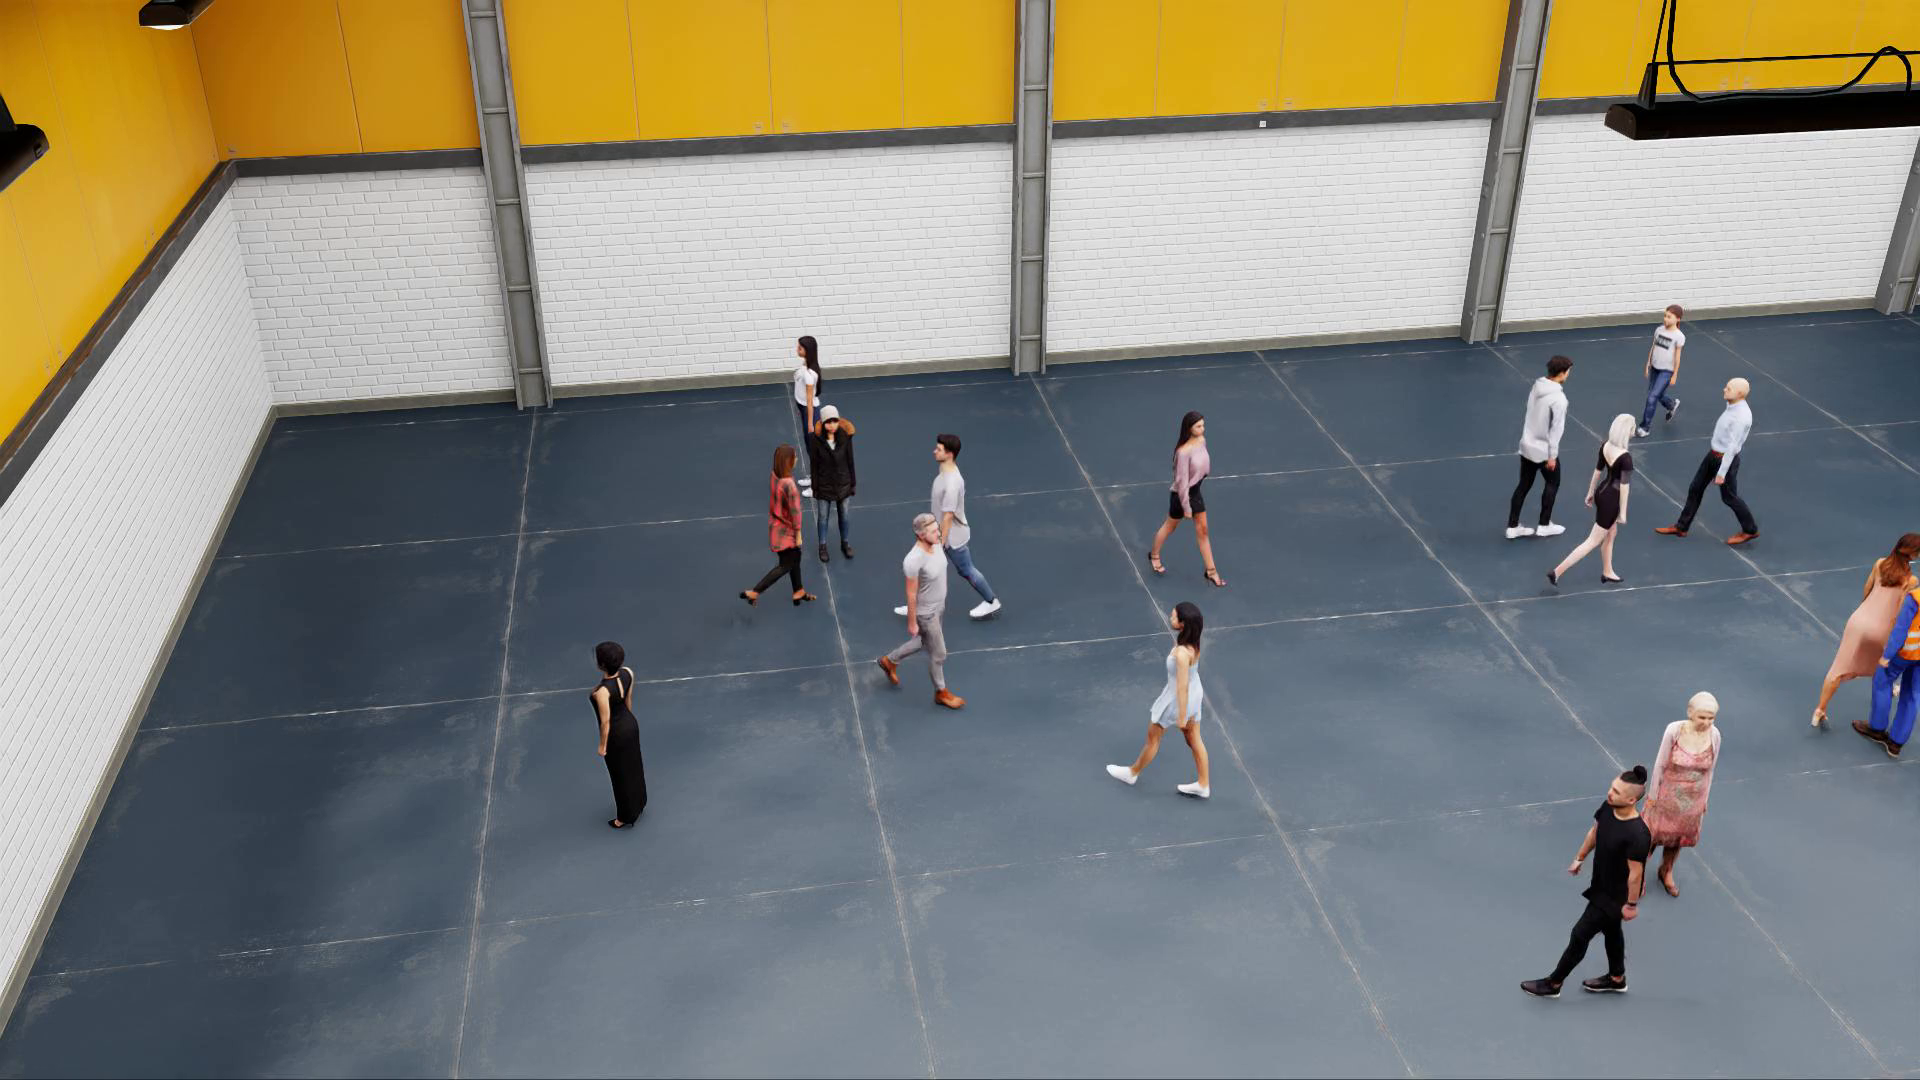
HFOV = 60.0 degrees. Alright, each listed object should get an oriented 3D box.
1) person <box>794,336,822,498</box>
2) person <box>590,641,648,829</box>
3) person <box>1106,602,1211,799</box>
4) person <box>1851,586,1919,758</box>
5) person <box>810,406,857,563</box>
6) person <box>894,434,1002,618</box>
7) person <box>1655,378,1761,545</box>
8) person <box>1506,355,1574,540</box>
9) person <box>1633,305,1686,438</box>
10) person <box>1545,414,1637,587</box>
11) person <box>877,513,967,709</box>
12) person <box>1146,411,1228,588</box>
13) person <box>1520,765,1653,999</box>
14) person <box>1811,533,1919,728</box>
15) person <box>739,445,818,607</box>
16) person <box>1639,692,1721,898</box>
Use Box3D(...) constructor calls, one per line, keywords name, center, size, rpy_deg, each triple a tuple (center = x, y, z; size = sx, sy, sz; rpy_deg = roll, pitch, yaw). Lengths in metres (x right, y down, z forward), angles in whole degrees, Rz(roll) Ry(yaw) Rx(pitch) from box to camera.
Box3D(name="person", center=(-1.550, -1.311, 17.406), size=(0.518, 1.774, 0.586), rpy_deg=(-4, 29, -6))
Box3D(name="person", center=(-2.560, 1.458, 12.508), size=(0.662, 1.604, 0.652), rpy_deg=(10, 30, 17))
Box3D(name="person", center=(1.792, 1.263, 12.768), size=(1.142, 1.697, 0.941), rpy_deg=(9, 30, 16))
Box3D(name="person", center=(7.614, 0.925, 13.232), size=(0.669, 1.845, 0.805), rpy_deg=(-5, 29, -9))
Box3D(name="person", center=(-1.238, -0.566, 16.188), size=(0.542, 1.632, 0.689), rpy_deg=(-8, 30, -14))
Box3D(name="person", center=(0.001, -0.078, 15.070), size=(1.211, 1.846, 0.715), rpy_deg=(-6, 29, -11))
Box3D(name="person", center=(7.596, -0.733, 16.362), size=(1.284, 1.759, 0.949), rpy_deg=(5, 29, 9))
Box3D(name="person", center=(5.656, -0.883, 16.494), size=(0.900, 1.896, 0.816), rpy_deg=(-7, 29, -13))
Box3D(name="person", center=(7.984, -1.932, 18.785), size=(1.031, 1.543, 0.739), rpy_deg=(-14, 32, -25))
Box3D(name="person", center=(5.964, -0.303, 15.526), size=(1.118, 1.804, 0.666), rpy_deg=(-7, 29, -13))
Box3D(name="person", center=(-0.352, 0.563, 13.938), size=(1.212, 1.805, 1.043), rpy_deg=(11, 30, 19))
Box3D(name="person", center=(2.048, -0.392, 15.738), size=(1.136, 1.758, 1.123), rpy_deg=(22, 35, 34))
Box3D(name="person", center=(4.322, 2.245, 10.818), size=(1.048, 1.840, 0.832), rpy_deg=(0, 29, 1))
Box3D(name="person", center=(7.377, 0.772, 13.588), size=(1.271, 1.773, 0.921), rpy_deg=(-17, 33, -29))
Box3D(name="person", center=(-1.672, -0.064, 15.219), size=(1.073, 1.679, 0.816), rpy_deg=(-16, 32, -27))
Box3D(name="person", center=(5.091, 1.788, 11.805), size=(0.553, 1.698, 0.684), rpy_deg=(0, 29, 1))
